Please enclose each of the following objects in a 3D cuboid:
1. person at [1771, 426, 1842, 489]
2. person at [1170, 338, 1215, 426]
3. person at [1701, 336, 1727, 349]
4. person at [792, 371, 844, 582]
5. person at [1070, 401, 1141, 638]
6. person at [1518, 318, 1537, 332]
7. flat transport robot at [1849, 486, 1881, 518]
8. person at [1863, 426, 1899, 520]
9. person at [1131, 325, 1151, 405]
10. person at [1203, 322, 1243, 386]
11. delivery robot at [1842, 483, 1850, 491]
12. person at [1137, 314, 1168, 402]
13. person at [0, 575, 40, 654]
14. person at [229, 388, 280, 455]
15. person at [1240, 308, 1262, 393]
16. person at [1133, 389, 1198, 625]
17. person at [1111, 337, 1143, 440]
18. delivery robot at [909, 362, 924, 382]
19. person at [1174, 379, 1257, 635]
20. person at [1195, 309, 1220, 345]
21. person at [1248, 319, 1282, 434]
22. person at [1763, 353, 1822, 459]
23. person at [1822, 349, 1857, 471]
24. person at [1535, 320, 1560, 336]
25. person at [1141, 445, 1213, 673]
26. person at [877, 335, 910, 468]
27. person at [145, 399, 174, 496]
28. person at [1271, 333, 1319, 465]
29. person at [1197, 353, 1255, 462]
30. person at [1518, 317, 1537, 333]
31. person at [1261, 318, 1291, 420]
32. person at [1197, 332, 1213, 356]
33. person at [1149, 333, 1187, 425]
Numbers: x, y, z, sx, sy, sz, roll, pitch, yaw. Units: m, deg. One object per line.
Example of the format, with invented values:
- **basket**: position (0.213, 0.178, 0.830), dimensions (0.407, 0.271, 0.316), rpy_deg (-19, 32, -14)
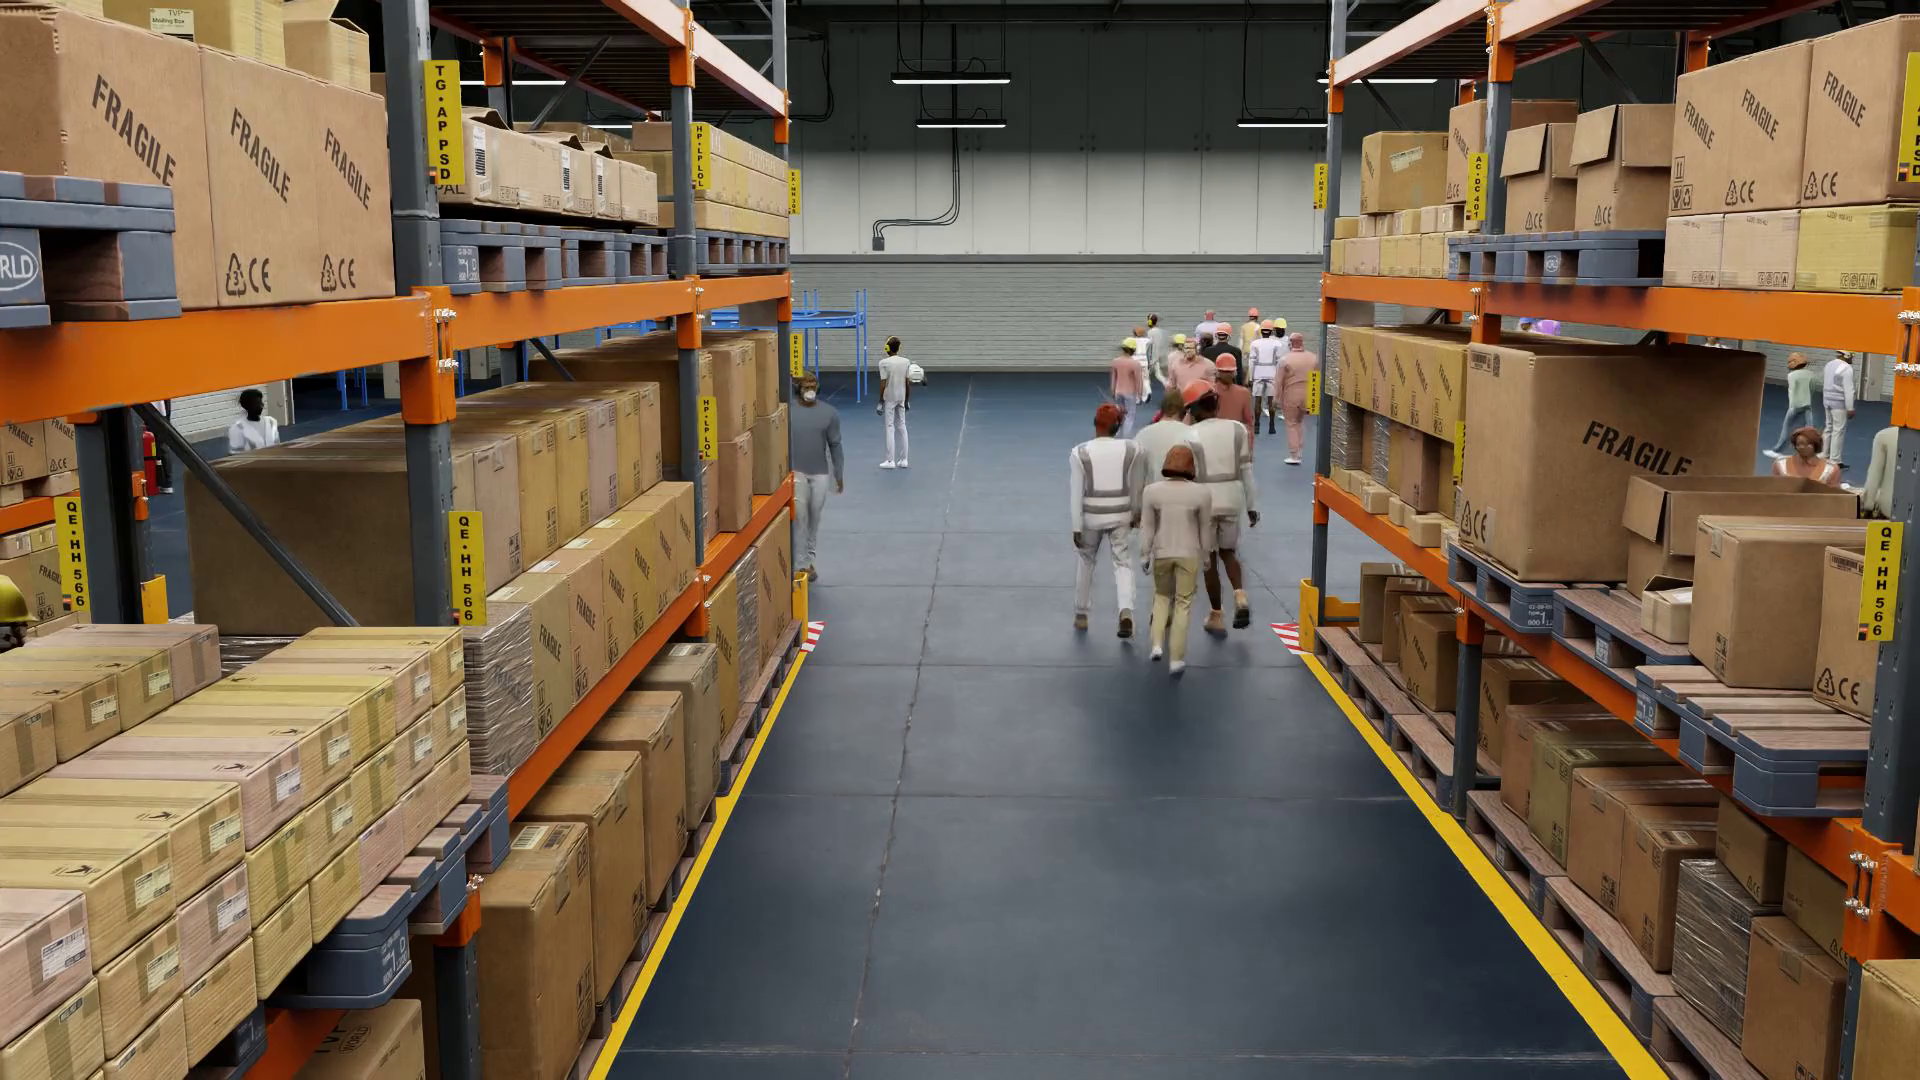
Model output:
- **person**: position (6.591, -0.071, 12.992), dimensions (0.605, 1.628, 0.437), rpy_deg (6, 11, 33)
- **person**: position (3.243, -1.884, 23.146), dimensions (0.646, 1.878, 0.903), rpy_deg (2, 10, 14)
- **person**: position (12.858, -2.746, 28.507), dimensions (0.516, 1.817, 0.927), rpy_deg (4, 10, 24)
- **person**: position (-1.342, -0.565, 15.091), dimensions (0.655, 1.914, 0.803), rpy_deg (-4, 10, -21)
- **person**: position (1.130, -0.170, 12.972), dimensions (0.560, 1.836, 0.895), rpy_deg (0, 9, -1)
- **person**: position (13.193, -4.485, 38.901), dimensions (0.638, 1.814, 0.809), rpy_deg (-7, 12, -35)
- **flat transport robot**: position (10.514, -0.456, 19.493), dimensions (0.652, 0.197, 1.431), rpy_deg (8, 12, 40)
- **person**: position (7.571, -0.269, 13.245), dimensions (0.603, 1.932, 1.061), rpy_deg (8, 12, 39)
- **person**: position (3.666, -3.546, 33.824), dimensions (0.526, 1.618, 0.564), rpy_deg (-2, 10, -15)
- **person**: position (3.984, -2.304, 25.282), dimensions (0.624, 1.993, 0.385), rpy_deg (2, 10, 14)
- **delivery robot**: position (9.743, -0.513, 18.709), dimensions (0.477, 0.478, 0.707), rpy_deg (8, 13, 40)
- **person**: position (4.102, -3.805, 34.761), dimensions (0.876, 1.842, 0.528), rpy_deg (7, 12, 37)
- **person**: position (-3.336, 1.029, 5.828), dimensions (0.587, 1.825, 0.404), rpy_deg (1, 9, 4)
- **person**: position (-6.990, -0.672, 16.446), dimensions (0.636, 1.678, 0.546), rpy_deg (5, 11, 28)
- **person**: position (6.487, -4.201, 36.968), dimensions (0.559, 1.895, 0.977), rpy_deg (7, 12, 35)
- **person**: position (1.777, -0.290, 13.562), dimensions (0.631, 1.874, 1.046), rpy_deg (6, 11, 34)
- **person**: position (2.598, -2.260, 25.751), dimensions (0.554, 1.750, 0.364), rpy_deg (8, 12, 40)
- **delivery robot**: position (-1.102, -3.995, 39.565), dimensions (0.477, 0.478, 0.707), rpy_deg (-3, 10, -15)
- **person**: position (1.992, -0.247, 12.947), dimensions (0.699, 1.999, 0.584), rpy_deg (-2, 10, -15)
- **person**: position (5.429, -4.070, 36.181), dimensions (0.655, 1.885, 0.670), rpy_deg (0, 9, 0)
- **person**: position (5.190, -2.783, 28.320), dimensions (0.553, 1.935, 0.361), rpy_deg (1, 10, 5)
- **person**: position (12.319, -1.953, 24.410), dimensions (0.561, 1.581, 0.890), rpy_deg (-5, 11, -26)
- **person**: position (12.348, -1.897, 23.361), dimensions (0.403, 1.828, 0.604), rpy_deg (0, 9, 1)
- **person**: position (13.305, -4.349, 37.706), dimensions (0.544, 1.938, 0.355), rpy_deg (3, 10, 16)
- **person**: position (1.549, 0.127, 11.852), dimensions (0.486, 1.615, 0.458), rpy_deg (4, 10, 21)
- **person**: position (-0.943, -1.958, 23.572), dimensions (0.514, 1.876, 0.329), rpy_deg (-6, 11, -32)
- **person**: position (-10.160, -1.514, 20.836), dimensions (0.431, 1.909, 0.609), rpy_deg (5, 11, 27)
- **person**: position (4.818, -2.055, 24.110), dimensions (0.674, 1.883, 0.672), rpy_deg (-4, 10, -21)
- **person**: position (2.831, -1.040, 17.841), dimensions (0.622, 1.956, 0.981), rpy_deg (-2, 10, -9)
- **person**: position (11.130, -3.479, 32.600), dimensions (0.978, 1.908, 0.620), rpy_deg (-5, 11, -26)
- **person**: position (5.912, -3.211, 31.082), dimensions (0.598, 1.882, 1.004), rpy_deg (-5, 11, -26)
- **person**: position (3.936, -2.423, 26.593), dimensions (0.654, 1.809, 0.504), rpy_deg (8, 13, 41)
- **person**: position (3.552, -2.574, 27.676), dimensions (0.515, 1.743, 0.801), rpy_deg (-9, 13, -42)
